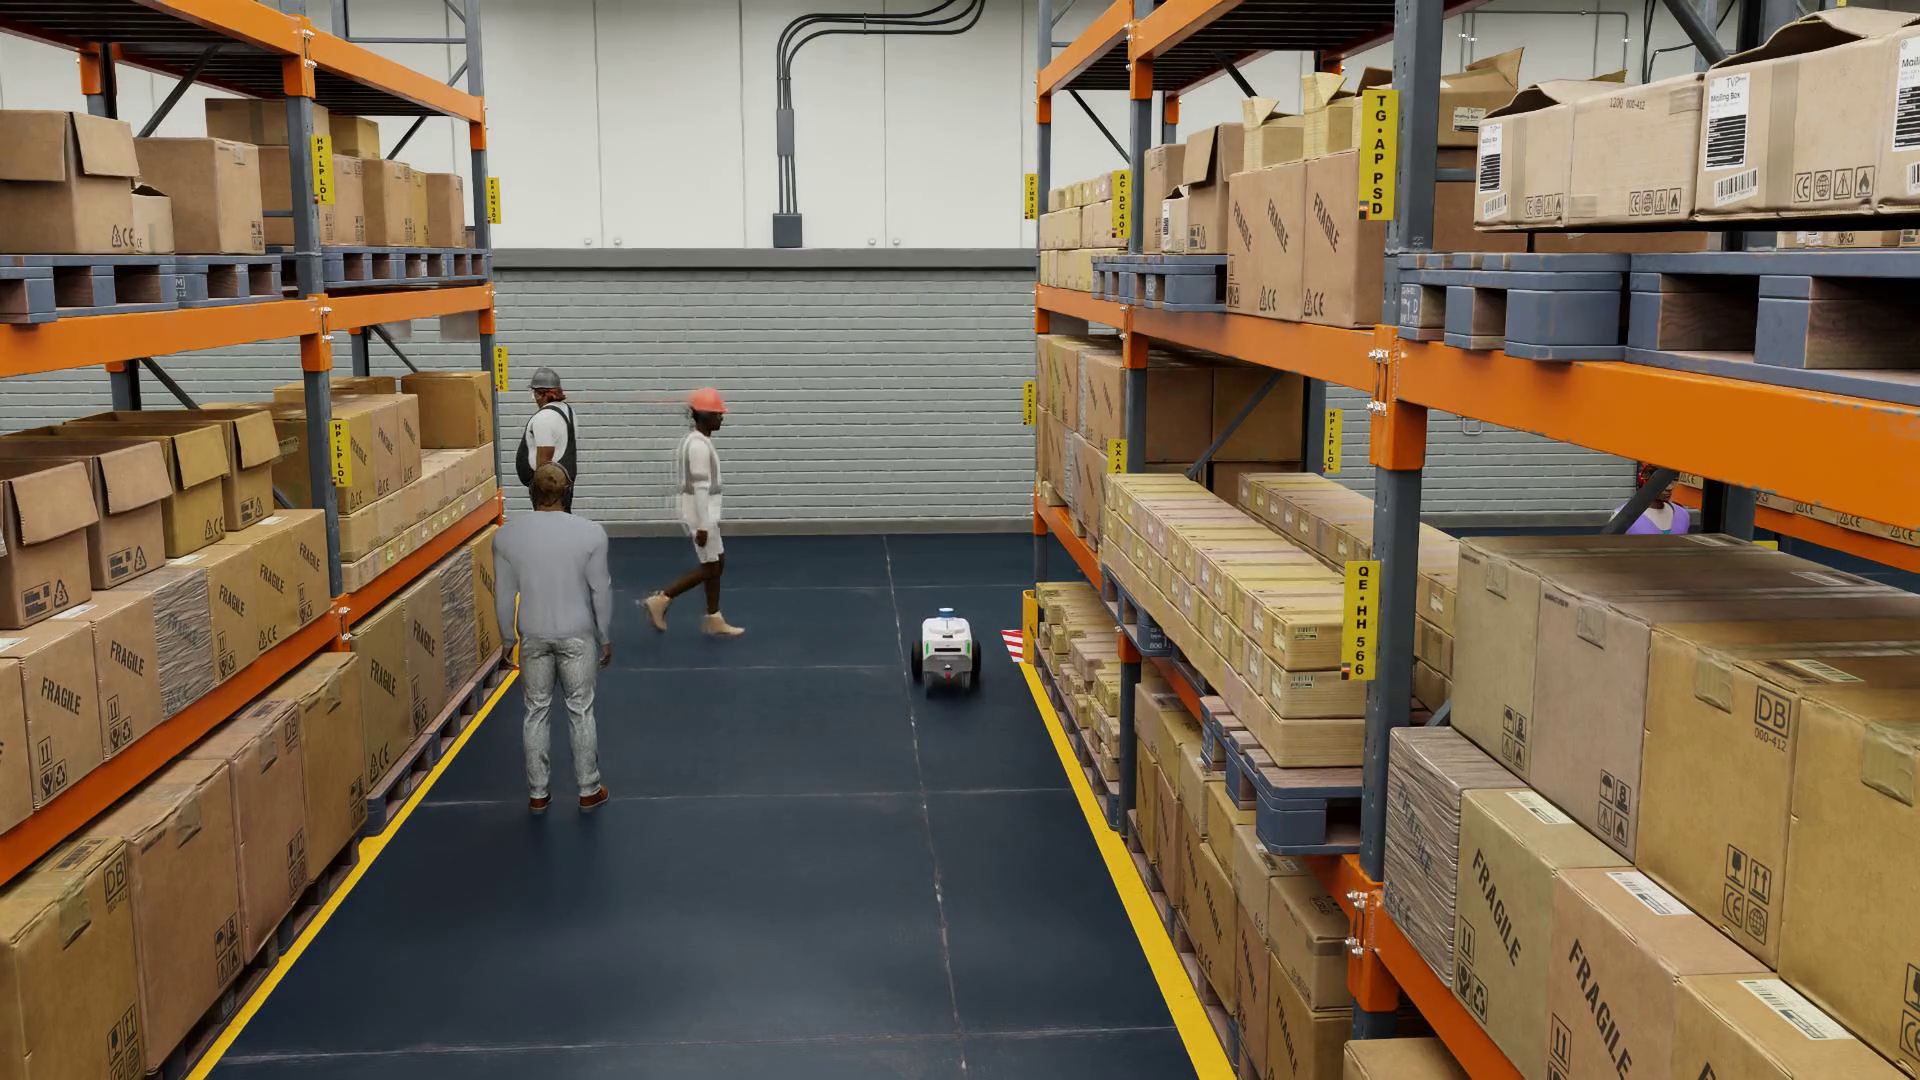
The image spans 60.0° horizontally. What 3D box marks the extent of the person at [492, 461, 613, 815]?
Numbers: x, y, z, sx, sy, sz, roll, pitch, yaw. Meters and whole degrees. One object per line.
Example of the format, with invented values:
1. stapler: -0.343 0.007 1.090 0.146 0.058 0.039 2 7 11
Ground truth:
1. person: -2.207 0.537 9.079 0.631 1.938 0.362 0 10 -2

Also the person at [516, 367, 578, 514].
1. person: -3.812 -0.573 15.316 0.537 2.000 0.686 1 10 8

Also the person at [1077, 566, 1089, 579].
1. person: 1.292 -0.602 15.804 0.371 1.935 0.627 -2 10 -9

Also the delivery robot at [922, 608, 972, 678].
1. delivery robot: -0.094 0.726 11.764 0.477 0.478 0.707 0 10 -2

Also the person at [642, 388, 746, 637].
1. person: -2.116 -0.193 13.151 0.727 2.020 0.621 -2 10 -9

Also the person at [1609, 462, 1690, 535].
1. person: 4.165 0.406 10.126 0.565 1.846 0.390 -4 11 -24
